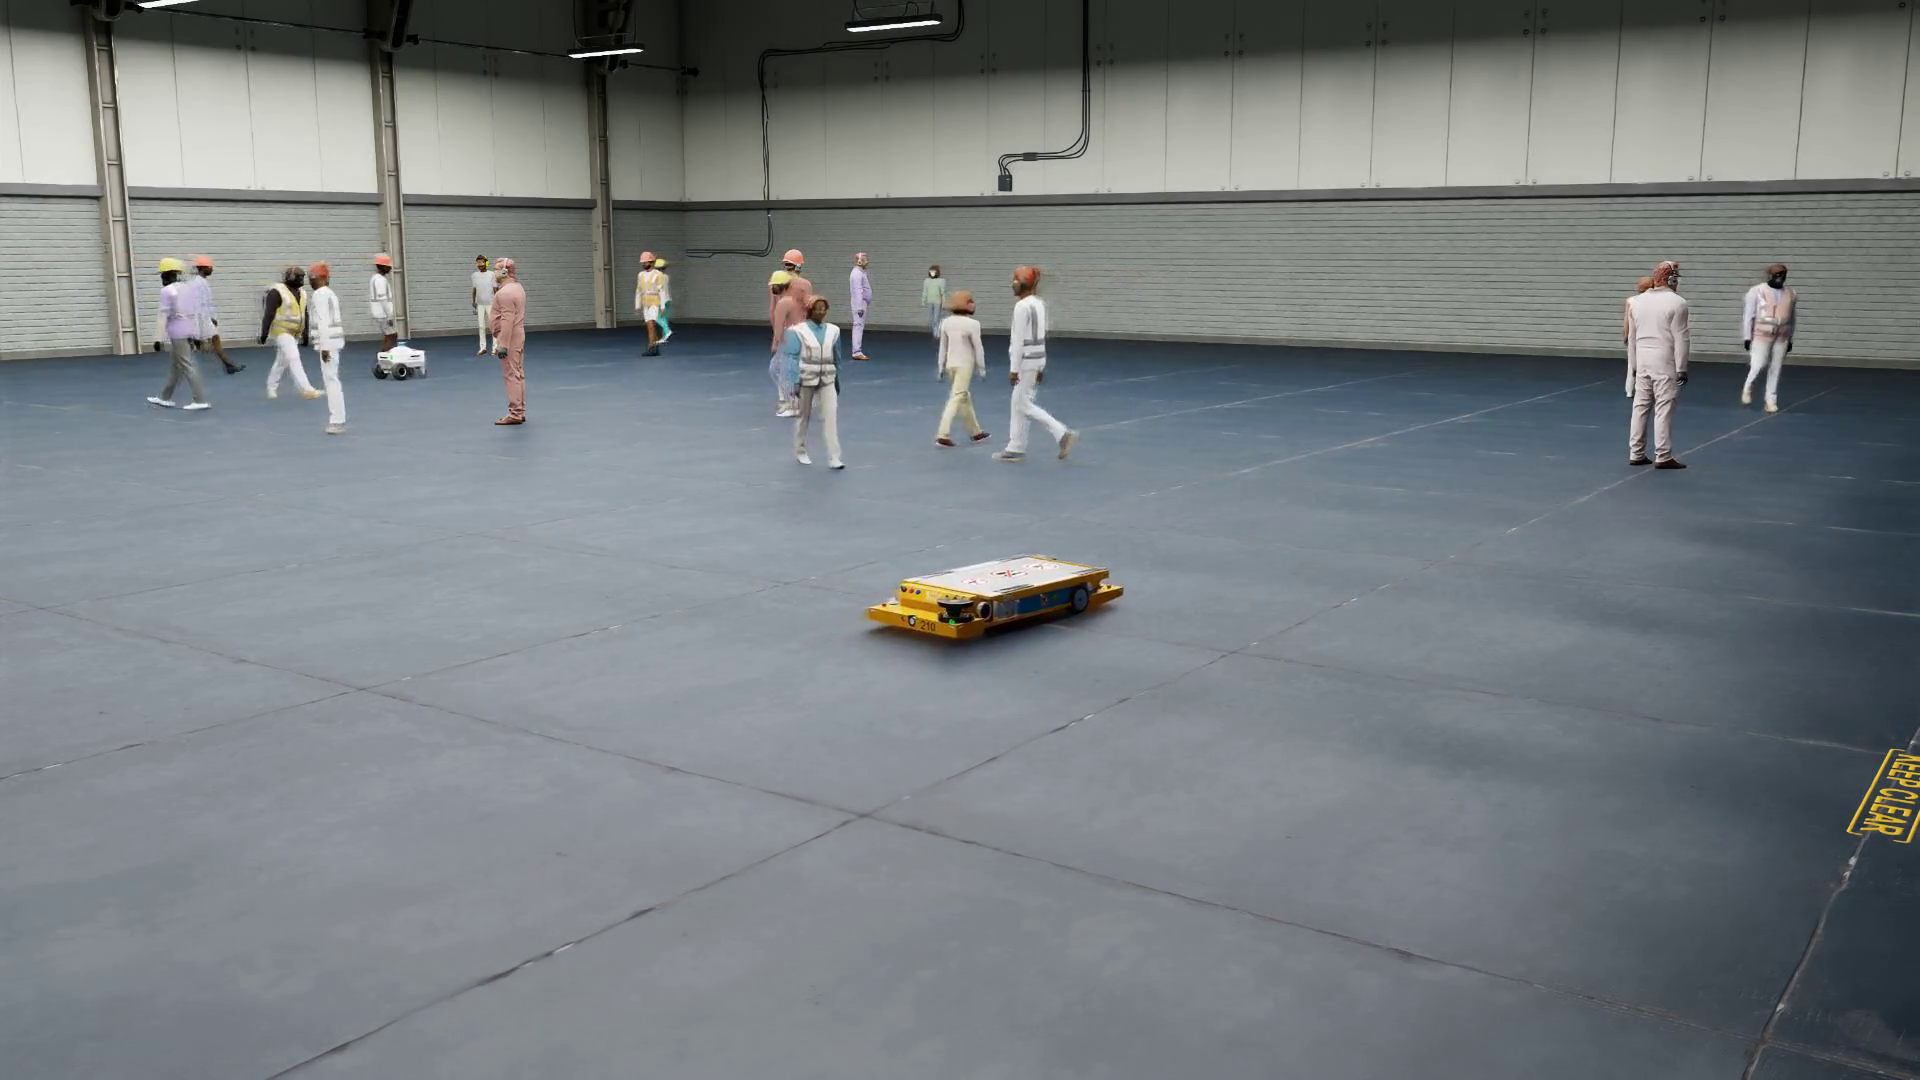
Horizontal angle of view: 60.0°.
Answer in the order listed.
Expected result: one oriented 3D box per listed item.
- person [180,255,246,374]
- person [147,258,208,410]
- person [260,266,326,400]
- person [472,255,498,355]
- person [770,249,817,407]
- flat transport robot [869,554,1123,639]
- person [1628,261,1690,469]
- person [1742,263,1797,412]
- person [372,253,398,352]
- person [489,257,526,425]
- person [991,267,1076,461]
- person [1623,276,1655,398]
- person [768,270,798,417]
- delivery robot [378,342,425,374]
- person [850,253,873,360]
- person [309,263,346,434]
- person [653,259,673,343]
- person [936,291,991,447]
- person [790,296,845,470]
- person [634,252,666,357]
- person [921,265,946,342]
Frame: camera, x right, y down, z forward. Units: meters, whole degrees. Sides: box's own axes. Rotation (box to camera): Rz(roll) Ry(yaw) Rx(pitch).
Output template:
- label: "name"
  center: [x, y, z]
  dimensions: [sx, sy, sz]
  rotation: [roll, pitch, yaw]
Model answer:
- label: "person"
  center: [-11.968, -3.553, 26.348]
  dimensions: [1.053, 1.880, 0.559]
  rotation: [-3, 11, -17]
- label: "person"
  center: [-9.872, -2.565, 20.789]
  dimensions: [0.946, 1.881, 0.617]
  rotation: [1, 10, 4]
- label: "person"
  center: [-8.959, -2.748, 22.151]
  dimensions: [0.945, 1.774, 0.674]
  rotation: [3, 11, 16]
- label: "person"
  center: [-8.837, -4.366, 30.960]
  dimensions: [0.509, 1.863, 0.311]
  rotation: [1, 10, 5]
- label: "person"
  center: [-2.097, -2.660, 21.016]
  dimensions: [0.622, 1.994, 0.381]
  rotation: [5, 11, 25]
- label: "flat transport robot"
  center: [0.226, 0.293, 9.304]
  dimensions: [0.652, 0.197, 1.431]
  rotation: [9, 14, 42]
- label: "person"
  center: [6.494, -1.615, 15.411]
  dimensions: [0.407, 1.910, 0.639]
  rotation: [-5, 11, -25]
- label: "person"
  center: [10.034, -2.508, 20.620]
  dimensions: [0.645, 1.832, 0.505]
  rotation: [0, 10, 1]
- label: "person"
  center: [-9.083, -3.586, 26.400]
  dimensions: [0.444, 1.922, 0.576]
  rotation: [-3, 11, -17]
- label: "person"
  center: [-5.204, -2.281, 19.133]
  dimensions: [0.408, 1.913, 0.641]
  rotation: [-1, 10, -4]
- label: "person"
  center: [0.697, -1.644, 15.709]
  dimensions: [0.776, 1.865, 0.585]
  rotation: [3, 11, 17]
- label: "person"
  center: [9.149, -2.703, 22.258]
  dimensions: [0.523, 1.638, 0.310]
  rotation: [7, 12, 34]
- label: "person"
  center: [-2.129, -2.329, 19.872]
  dimensions: [0.435, 1.754, 0.528]
  rotation: [0, 10, -1]
- label: "delivery robot"
  center: [-8.566, -2.788, 25.504]
  dimensions: [0.477, 0.478, 0.707]
  rotation: [6, 12, 29]
- label: "person"
  center: [-1.760, -4.164, 29.688]
  dimensions: [0.402, 1.906, 0.652]
  rotation: [-1, 10, -4]
- label: "person"
  center: [-6.972, -2.103, 18.315]
  dimensions: [0.347, 1.864, 0.741]
  rotation: [-1, 10, -8]
- label: "person"
  center: [-6.195, -4.960, 34.578]
  dimensions: [0.401, 1.755, 0.530]
  rotation: [3, 11, 16]
- label: "person"
  center: [0.034, -1.757, 17.085]
  dimensions: [0.517, 1.585, 0.879]
  rotation: [10, 14, 44]
- label: "person"
  center: [-1.331, -1.456, 15.392]
  dimensions: [0.534, 1.588, 0.857]
  rotation: [-5, 11, -25]
- label: "person"
  center: [-5.737, -4.296, 30.412]
  dimensions: [0.564, 1.906, 0.798]
  rotation: [6, 12, 29]
- label: "person"
  center: [-0.569, -4.951, 34.892]
  dimensions: [0.499, 1.615, 0.617]
  rotation: [5, 11, 27]
